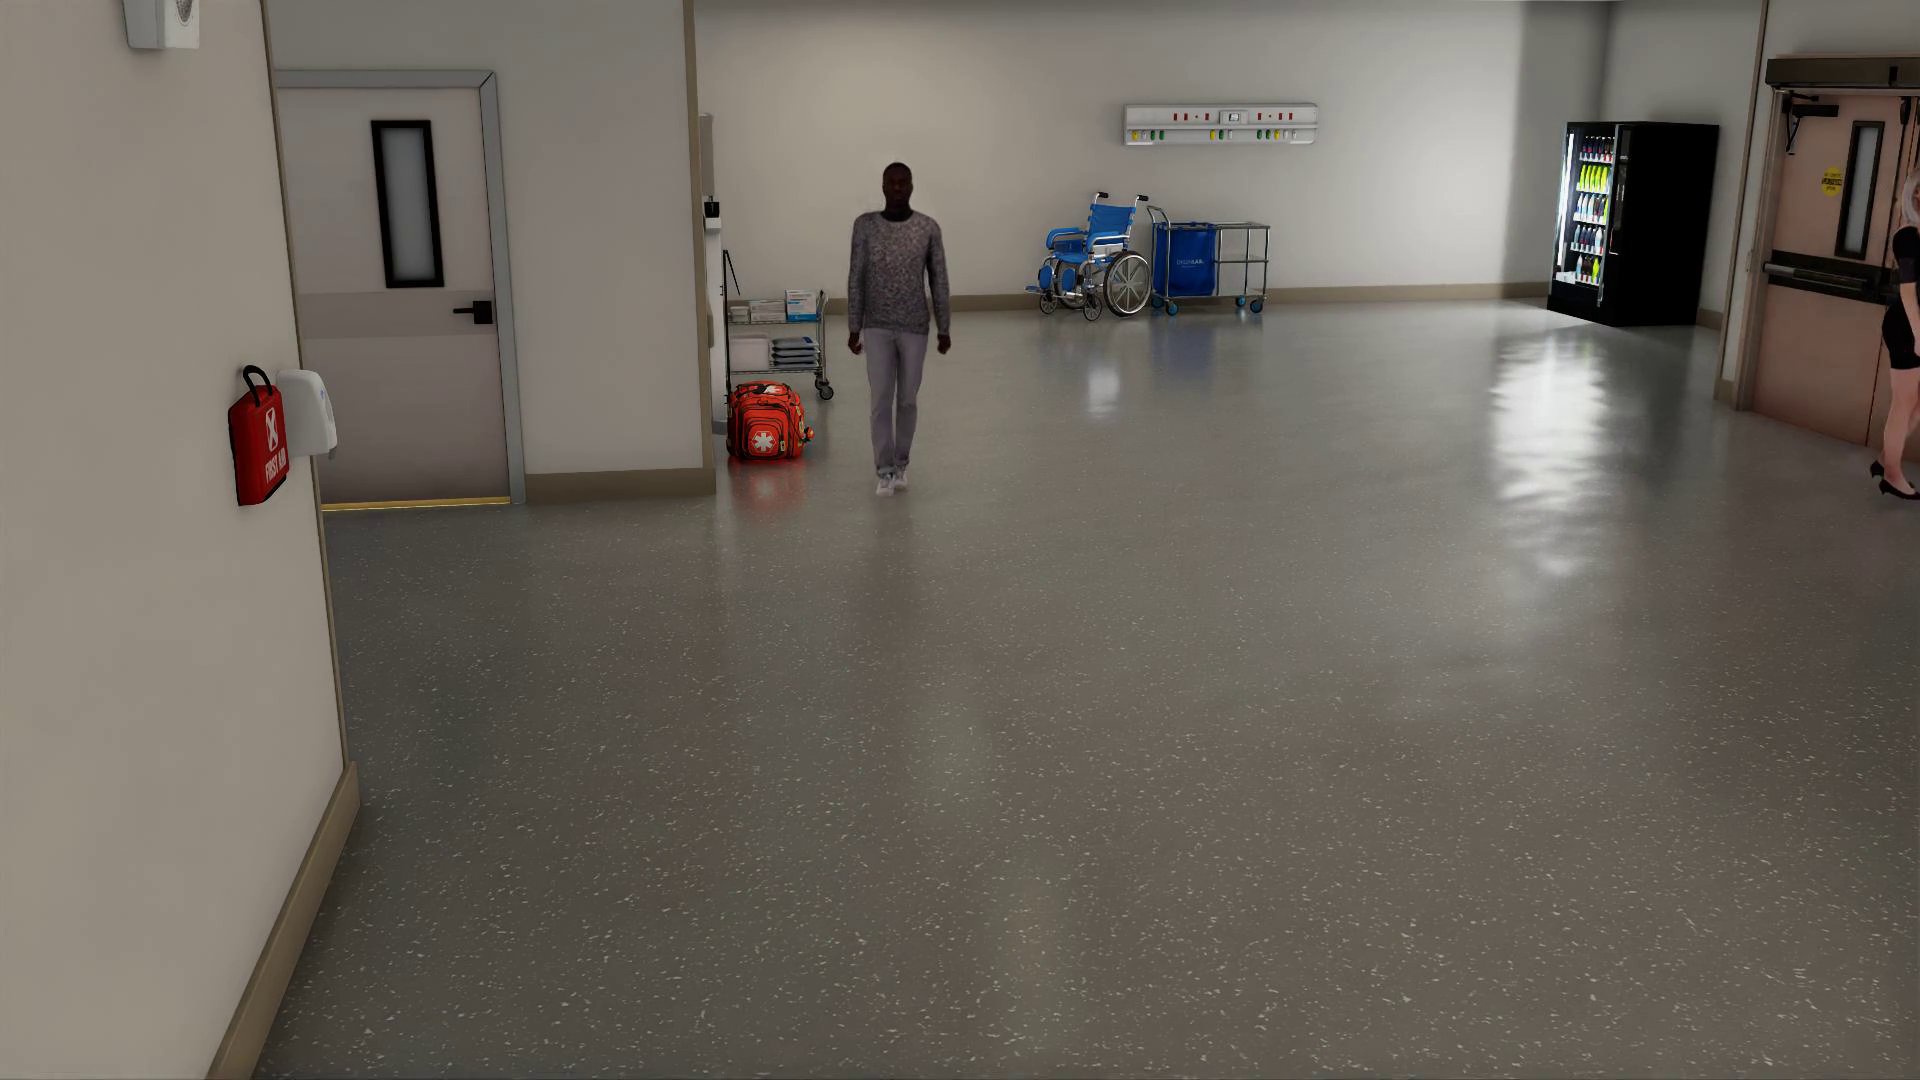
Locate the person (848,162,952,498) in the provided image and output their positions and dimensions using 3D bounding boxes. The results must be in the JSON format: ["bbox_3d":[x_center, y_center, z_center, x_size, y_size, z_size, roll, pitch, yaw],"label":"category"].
[{"bbox_3d":[-0.349,-1.176,9.303,0.775,1.815,0.975,-1,16,-4],"label":"person"}]

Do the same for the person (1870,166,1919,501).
[{"bbox_3d":[5.150,-1.134,9.139,0.757,1.822,0.716,11,19,35],"label":"person"}]
